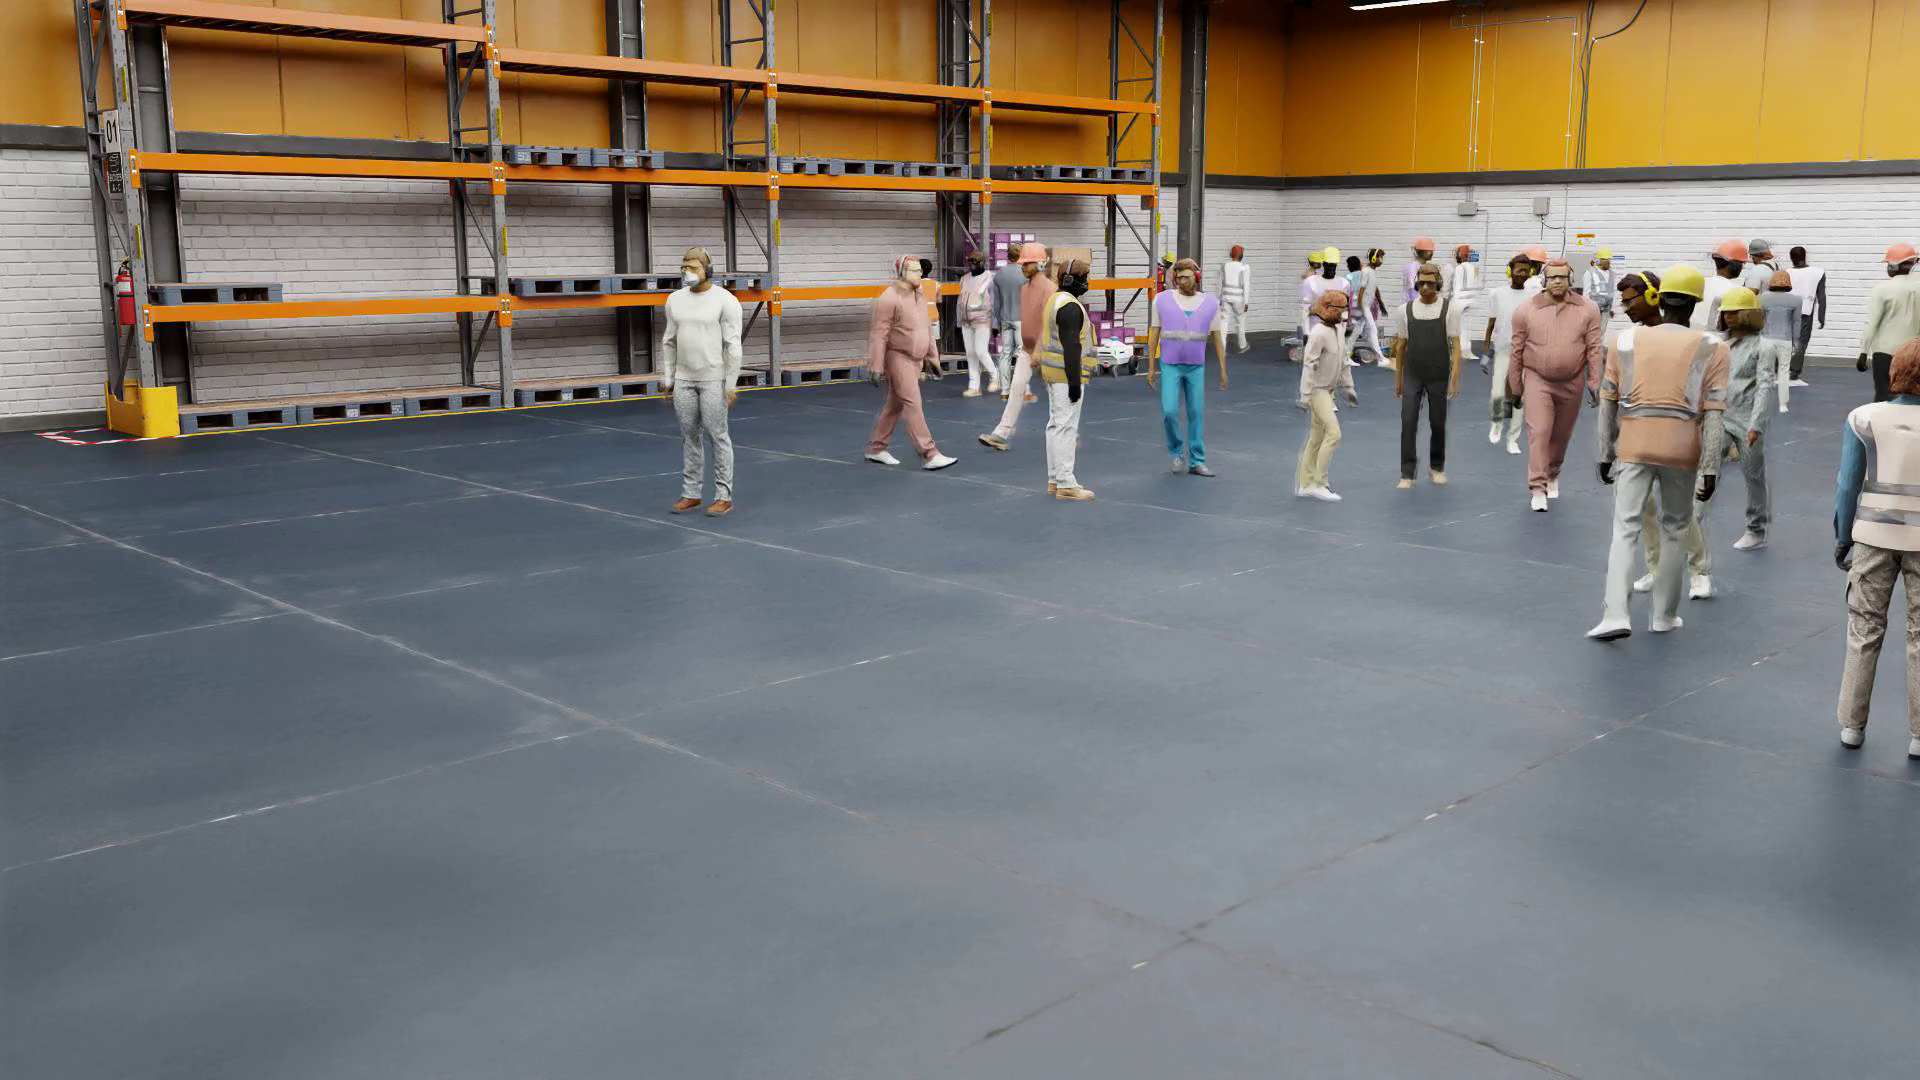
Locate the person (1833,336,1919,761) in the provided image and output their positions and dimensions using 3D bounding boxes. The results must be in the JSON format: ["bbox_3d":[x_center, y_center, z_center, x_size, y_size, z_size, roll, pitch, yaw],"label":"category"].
[{"bbox_3d":[3.667,0.032,6.460,0.515,1.642,0.314,10,14,43],"label":"person"}]

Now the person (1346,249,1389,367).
[{"bbox_3d":[6.315,-3.569,25.631,0.913,1.815,0.560,4,11,22],"label":"person"}]

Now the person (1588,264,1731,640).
[{"bbox_3d":[3.467,-0.423,8.308,0.608,1.888,0.759,6,12,31],"label":"person"}]

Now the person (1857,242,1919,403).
[{"bbox_3d":[8.610,-1.740,15.255,0.616,1.967,0.923,-3,11,-17],"label":"person"}]

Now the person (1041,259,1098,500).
[{"bbox_3d":[0.843,-1.236,12.841,0.430,1.841,0.624,-1,10,-6],"label":"person"}]

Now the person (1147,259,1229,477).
[{"bbox_3d":[1.909,-1.437,13.957,0.679,1.826,0.438,-1,10,-4],"label":"person"}]

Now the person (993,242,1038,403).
[{"bbox_3d":[0.687,-2.631,20.169,0.630,1.939,0.370,8,13,38],"label":"person"}]

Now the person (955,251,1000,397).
[{"bbox_3d":[0.222,-2.713,20.917,0.636,1.827,0.447,9,14,41],"label":"person"}]

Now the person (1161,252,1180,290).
[{"bbox_3d":[3.551,-4.107,28.757,0.636,1.741,0.364,10,14,44],"label":"person"}]

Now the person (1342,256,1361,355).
[{"bbox_3d":[6.605,-3.969,28.208,0.533,1.667,0.683,-6,12,-28],"label":"person"}]

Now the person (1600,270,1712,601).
[{"bbox_3d":[3.920,-0.589,9.336,0.415,1.825,0.603,-9,13,-39],"label":"person"}]

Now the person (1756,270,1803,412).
[{"bbox_3d":[9.371,-2.278,19.108,0.497,1.626,0.288,5,12,26],"label":"person"}]

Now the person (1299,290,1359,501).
[{"bbox_3d":[2.816,-1.093,12.674,0.538,1.611,0.530,6,12,31],"label":"person"}]

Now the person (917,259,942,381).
[{"bbox_3d":[-0.486,-3.063,23.183,0.539,1.695,0.319,-8,13,-36],"label":"person"}]

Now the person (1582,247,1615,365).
[{"bbox_3d":[9.982,-3.642,25.975,0.599,1.830,0.403,-4,11,-21],"label":"person"}]

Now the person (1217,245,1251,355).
[{"bbox_3d":[4.652,-4.064,28.242,0.632,1.840,0.949,6,12,30],"label":"person"}]

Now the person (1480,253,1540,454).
[{"bbox_3d":[5.144,-1.735,15.512,0.559,1.856,0.487,2,11,11],"label":"person"}]

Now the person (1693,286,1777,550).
[{"bbox_3d":[4.881,-0.750,10.551,0.889,1.689,0.508,-6,12,-30],"label":"person"}]

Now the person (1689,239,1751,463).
[{"bbox_3d":[6.611,-1.610,14.480,1.066,1.980,0.626,-2,11,-12],"label":"person"}]

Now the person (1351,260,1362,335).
[{"bbox_3d":[6.762,-3.988,28.409,0.358,1.616,0.551,-1,10,-4],"label":"person"}]

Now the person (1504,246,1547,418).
[{"bbox_3d":[6.366,-2.303,18.500,0.802,1.896,0.576,-7,13,-34],"label":"person"}]

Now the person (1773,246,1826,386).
[{"bbox_3d":[11.310,-3.012,22.440,0.631,1.877,0.500,6,12,31],"label":"person"}]

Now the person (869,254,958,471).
[{"bbox_3d":[-0.440,-1.540,14.445,1.003,1.852,0.688,6,12,28],"label":"person"}]

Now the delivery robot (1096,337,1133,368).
[{"bbox_3d":[2.235,-2.698,24.055,0.477,0.478,0.707,5,12,27],"label":"delivery robot"}]

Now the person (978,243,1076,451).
[{"bbox_3d":[0.672,-1.791,15.577,1.012,1.938,0.619,-7,12,-33],"label":"person"}]

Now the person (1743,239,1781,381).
[{"bbox_3d":[11.196,-3.245,23.239,0.691,2.000,1.048,-10,14,-42],"label":"person"}]

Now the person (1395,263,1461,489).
[{"bbox_3d":[3.781,-1.306,13.401,0.529,1.823,0.720,5,11,25],"label":"person"}]

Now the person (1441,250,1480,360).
[{"bbox_3d":[8.077,-3.878,27.261,0.731,1.871,0.885,-8,13,-36],"label":"person"}]

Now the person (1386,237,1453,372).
[{"bbox_3d":[6.742,-3.427,24.387,0.631,1.983,1.073,-10,14,-42],"label":"person"}]

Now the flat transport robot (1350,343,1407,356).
[{"bbox_3d":[7.042,-3.181,27.719,1.431,0.197,0.652,6,12,28],"label":"flat transport robot"}]

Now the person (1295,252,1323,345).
[{"bbox_3d":[5.935,-4.011,28.209,0.456,1.742,0.541,4,11,23],"label":"person"}]

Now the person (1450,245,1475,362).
[{"bbox_3d":[7.984,-3.775,26.597,0.424,1.868,0.584,10,14,43],"label":"person"}]

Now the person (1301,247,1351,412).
[{"bbox_3d":[4.227,-2.458,19.357,0.587,1.899,0.829,0,10,-1],"label":"person"}]

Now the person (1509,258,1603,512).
[{"bbox_3d":[4.464,-1.187,12.512,0.641,1.864,0.977,2,11,8],"label":"person"}]

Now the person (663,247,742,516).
[{"bbox_3d":[-1.873,-1.145,12.064,0.634,1.938,0.359,5,11,24],"label":"person"}]
